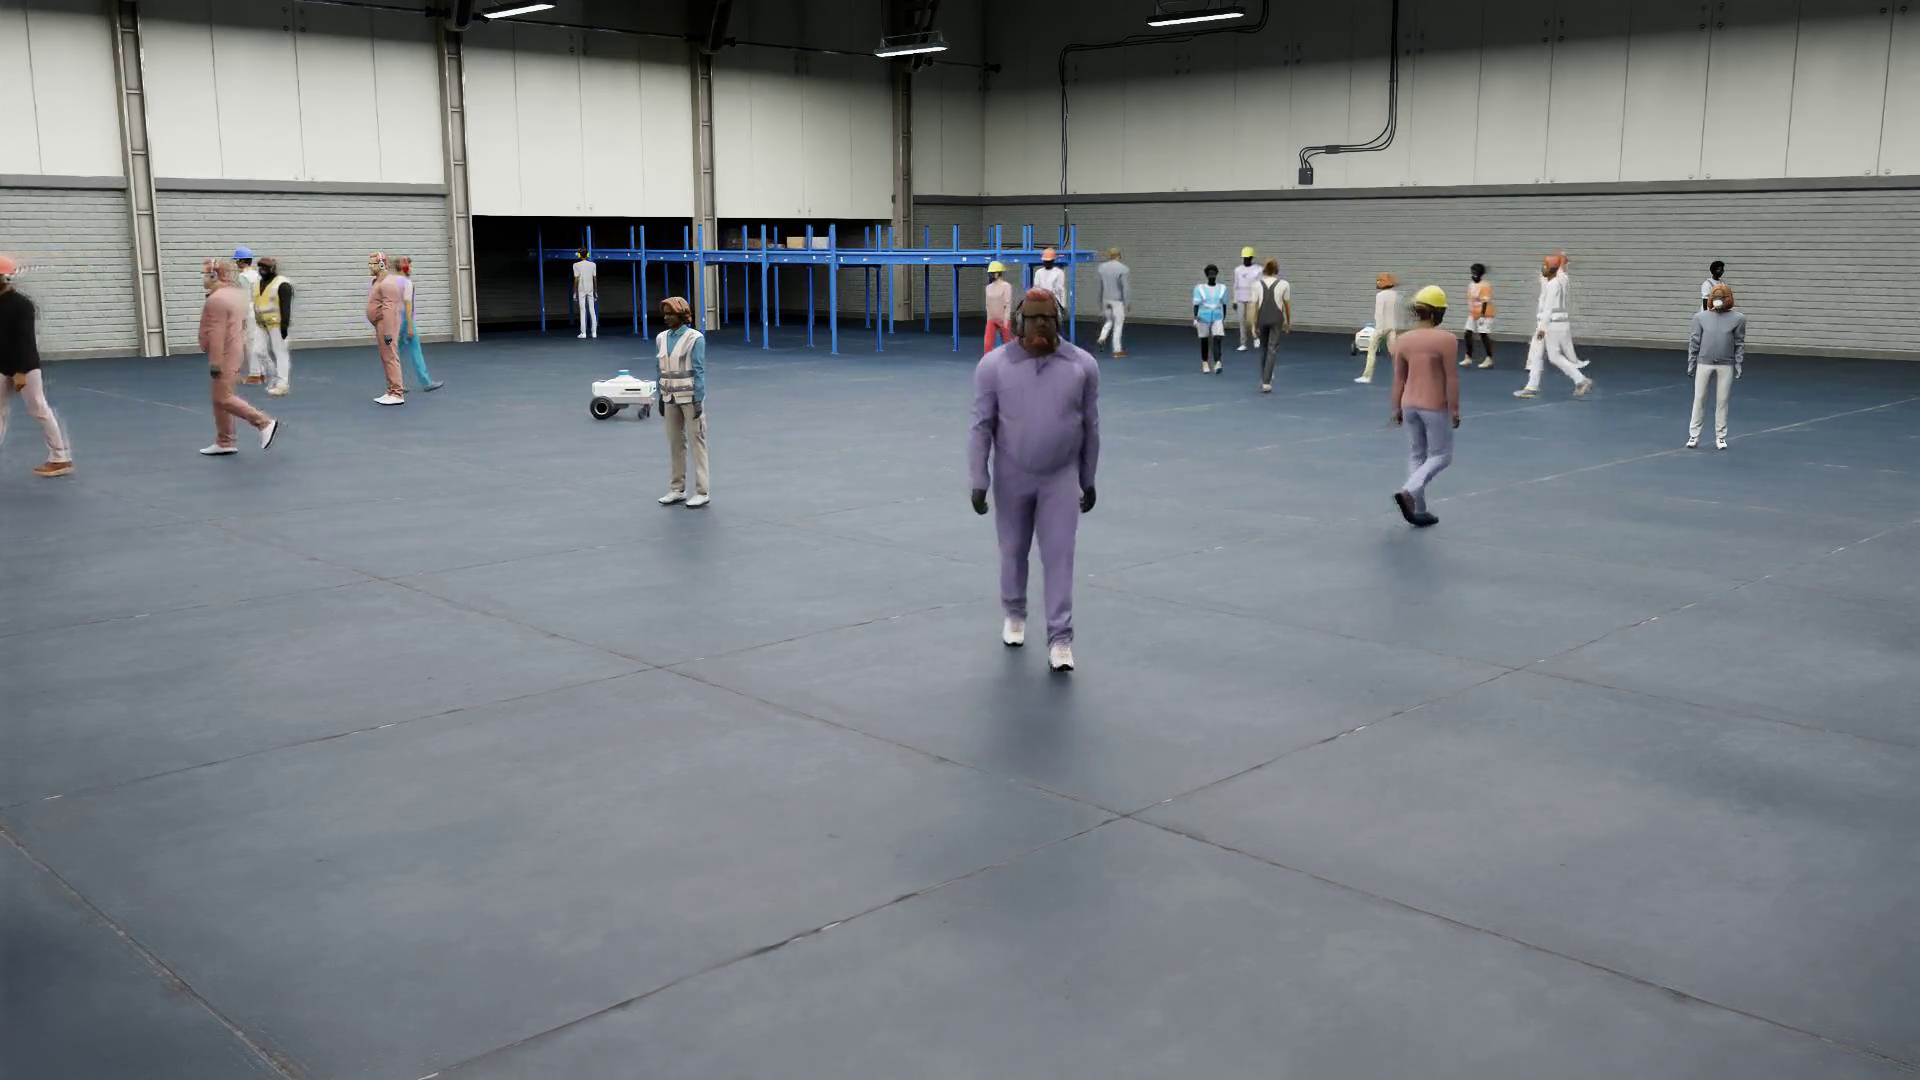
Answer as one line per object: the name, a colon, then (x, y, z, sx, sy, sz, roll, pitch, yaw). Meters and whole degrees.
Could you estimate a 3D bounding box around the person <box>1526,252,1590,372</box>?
person: (9.280, -3.532, 25.823, 1.006, 1.842, 0.649, -3, 11, -14)

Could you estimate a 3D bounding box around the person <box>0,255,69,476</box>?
person: (-8.244, -1.481, 14.365, 0.646, 1.936, 1.009, 5, 12, 27)

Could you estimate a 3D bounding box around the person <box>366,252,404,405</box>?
person: (-7.258, -2.662, 20.947, 0.400, 1.899, 0.636, -5, 11, -24)

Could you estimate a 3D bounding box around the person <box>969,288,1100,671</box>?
person: (0.372, -0.323, 8.308, 0.658, 1.853, 0.973, 0, 10, 2)

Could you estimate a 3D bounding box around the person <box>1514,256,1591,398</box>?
person: (7.747, -2.758, 21.602, 0.880, 1.859, 0.589, 3, 11, 17)

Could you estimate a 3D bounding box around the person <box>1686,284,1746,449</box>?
person: (7.526, -1.730, 16.570, 0.507, 1.631, 0.275, 5, 11, 24)

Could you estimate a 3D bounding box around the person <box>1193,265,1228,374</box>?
person: (3.817, -3.349, 25.337, 0.545, 1.643, 0.876, 0, 10, 0)

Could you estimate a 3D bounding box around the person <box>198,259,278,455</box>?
person: (-7.019, -1.759, 16.029, 0.669, 1.889, 0.650, -3, 11, -14)

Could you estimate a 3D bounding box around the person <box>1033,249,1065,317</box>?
person: (1.495, -4.082, 28.751, 0.582, 1.869, 1.040, 6, 12, 31)

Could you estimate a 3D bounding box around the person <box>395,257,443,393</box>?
person: (-7.438, -2.893, 22.415, 0.596, 1.829, 0.633, 9, 14, 42)

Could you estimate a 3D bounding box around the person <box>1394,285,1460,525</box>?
person: (3.332, -0.956, 12.014, 0.519, 1.750, 0.549, -8, 13, -36)

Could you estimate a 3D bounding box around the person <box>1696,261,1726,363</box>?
person: (12.486, -3.779, 27.593, 0.530, 1.689, 0.322, -6, 12, -31)

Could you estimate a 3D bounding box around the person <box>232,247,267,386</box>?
person: (-10.096, -3.184, 23.639, 0.388, 1.947, 0.614, -1, 10, -4)

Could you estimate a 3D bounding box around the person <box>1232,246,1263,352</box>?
person: (5.295, -4.431, 30.562, 0.588, 1.912, 0.474, 8, 13, 38)

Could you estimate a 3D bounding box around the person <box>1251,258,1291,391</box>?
person: (4.261, -2.953, 22.819, 0.506, 1.791, 0.985, 4, 11, 21)

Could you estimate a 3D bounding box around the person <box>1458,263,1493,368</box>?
person: (8.247, -3.563, 26.453, 0.675, 1.656, 0.549, -4, 11, -19)

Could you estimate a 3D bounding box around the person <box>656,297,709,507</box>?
person: (-2.183, -1.083, 13.052, 0.516, 1.635, 0.312, 7, 13, 34)

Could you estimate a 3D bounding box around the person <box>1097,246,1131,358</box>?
person: (2.668, -4.130, 28.882, 0.494, 1.919, 0.665, -10, 14, -43)

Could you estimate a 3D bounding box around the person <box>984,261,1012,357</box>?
person: (0.613, -3.320, 24.975, 0.525, 1.733, 0.861, 8, 13, 38)

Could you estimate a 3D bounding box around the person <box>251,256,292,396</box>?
person: (-9.141, -2.841, 22.091, 0.656, 1.829, 0.449, 5, 11, 24)

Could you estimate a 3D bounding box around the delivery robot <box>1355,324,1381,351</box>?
delivery robot: (7.270, -3.604, 29.594, 0.477, 0.478, 0.707, 5, 11, 24)

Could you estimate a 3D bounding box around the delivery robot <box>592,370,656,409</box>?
delivery robot: (-3.923, -1.745, 19.459, 0.707, 0.478, 0.477, 0, 10, -2)

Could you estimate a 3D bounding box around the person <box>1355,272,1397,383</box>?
person: (6.081, -3.022, 23.701, 0.507, 1.595, 0.841, -10, 14, -44)

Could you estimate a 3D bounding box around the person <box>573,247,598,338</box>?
person: (-7.756, -5.119, 34.419, 0.512, 1.868, 0.329, -6, 12, -29)
